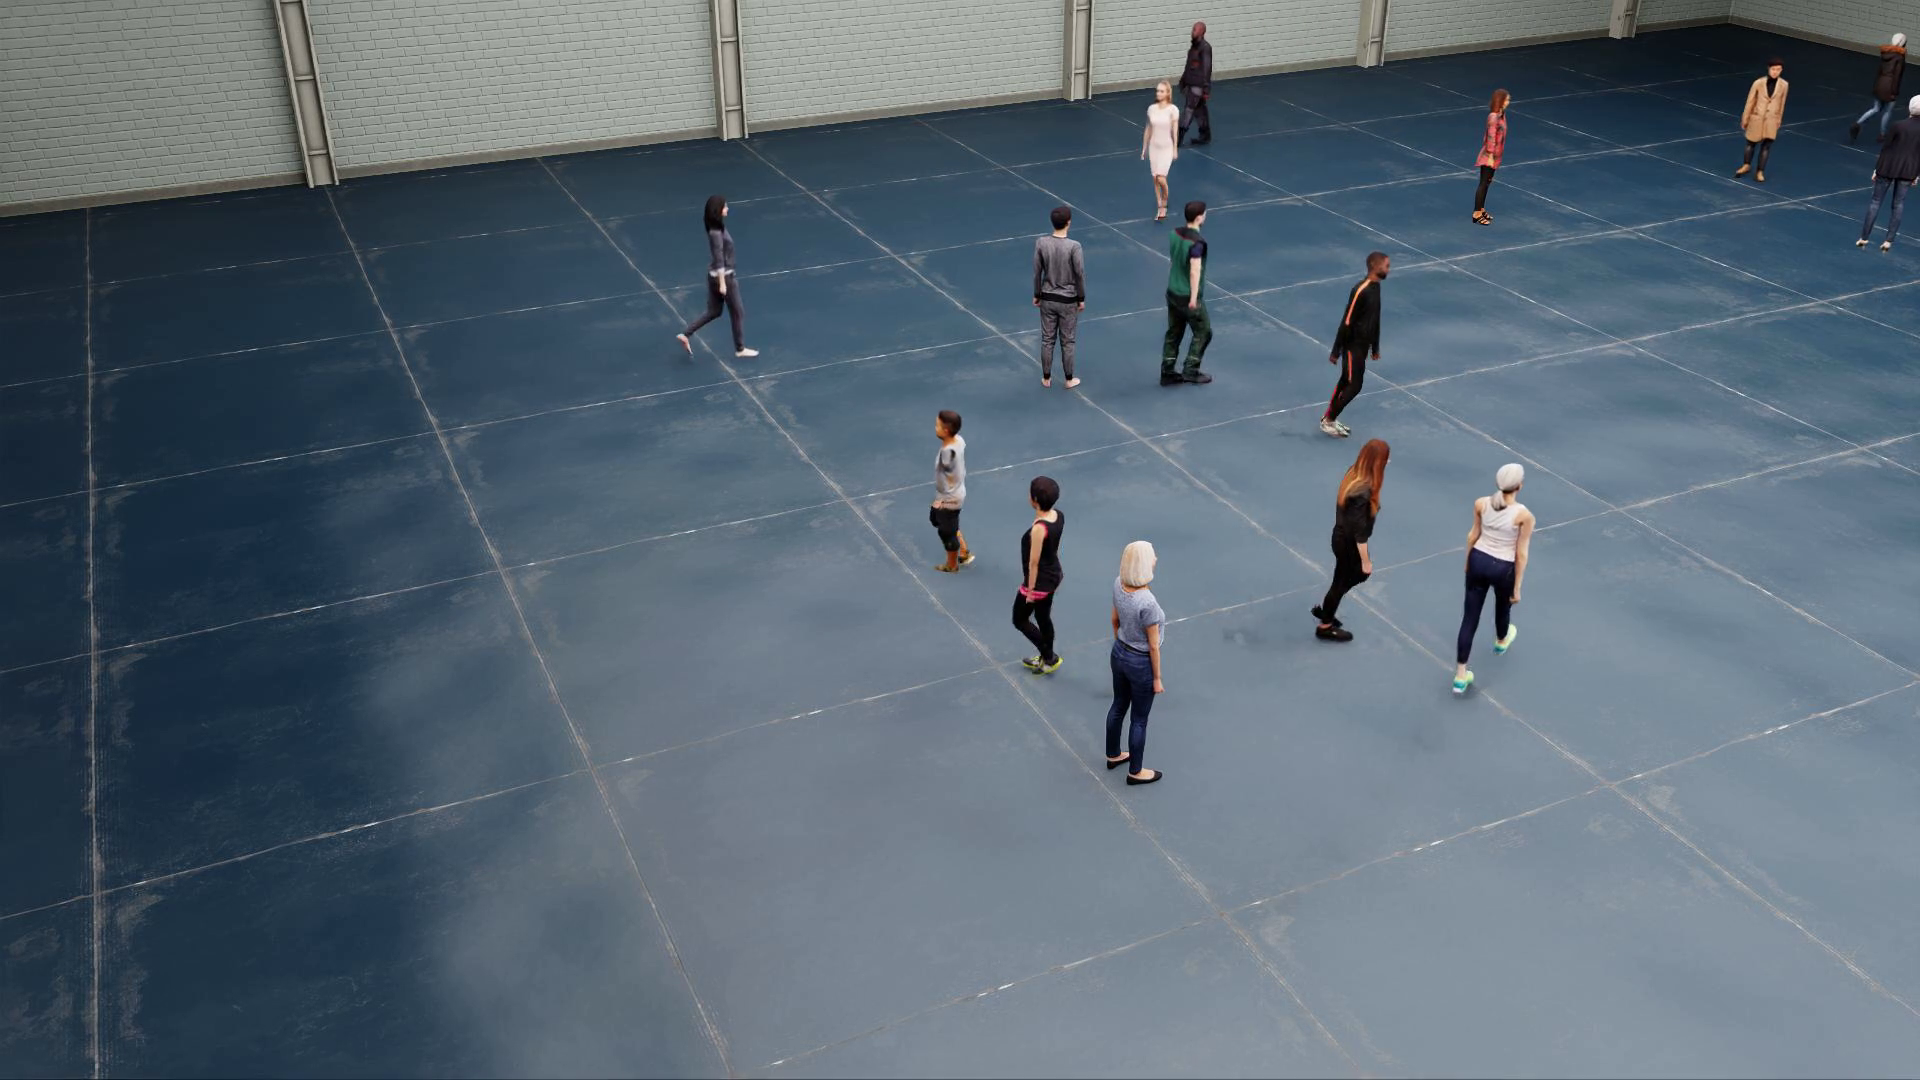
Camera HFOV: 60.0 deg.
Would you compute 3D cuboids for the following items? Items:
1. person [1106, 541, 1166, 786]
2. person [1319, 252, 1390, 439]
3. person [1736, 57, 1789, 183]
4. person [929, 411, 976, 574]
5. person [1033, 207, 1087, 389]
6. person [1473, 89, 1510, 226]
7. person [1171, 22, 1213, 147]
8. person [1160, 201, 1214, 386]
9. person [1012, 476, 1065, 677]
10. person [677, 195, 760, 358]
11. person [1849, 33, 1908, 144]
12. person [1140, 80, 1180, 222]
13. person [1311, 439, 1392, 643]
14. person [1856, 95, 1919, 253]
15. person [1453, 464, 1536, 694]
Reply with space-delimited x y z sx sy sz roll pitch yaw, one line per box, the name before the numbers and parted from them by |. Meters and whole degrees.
person | 1.114 0.772 10.626 0.540 1.722 0.612 -16 32 -28
person | 3.589 -1.795 15.390 0.862 1.775 0.783 25 37 38
person | 11.172 -5.873 23.144 1.019 1.684 1.080 11 30 20
person | -0.021 -0.405 13.123 0.769 1.452 0.720 6 29 11
person | 0.980 -2.392 16.438 0.736 1.843 0.811 8 29 15
person | 6.814 -4.930 21.355 0.760 1.702 0.679 13 31 24
person | 3.621 -6.754 24.678 1.138 1.797 0.829 -8 29 -15
person | 2.145 -2.417 16.445 0.694 1.880 0.699 -12 30 -22
person | 0.640 0.292 11.722 0.751 1.539 0.684 14 31 24
person | -2.536 -2.657 17.051 1.087 1.736 0.691 -8 29 -15
person | 13.763 -6.720 24.806 1.009 1.616 0.744 -6 29 -11
person | 2.628 -4.995 21.356 0.727 1.815 0.785 18 33 31
person | 2.740 0.011 12.093 0.840 1.687 0.790 4 28 8
person | 10.373 -4.092 18.495 0.816 1.782 0.793 8 29 15
person | 3.664 0.295 11.595 0.983 1.653 1.227 19 33 31
